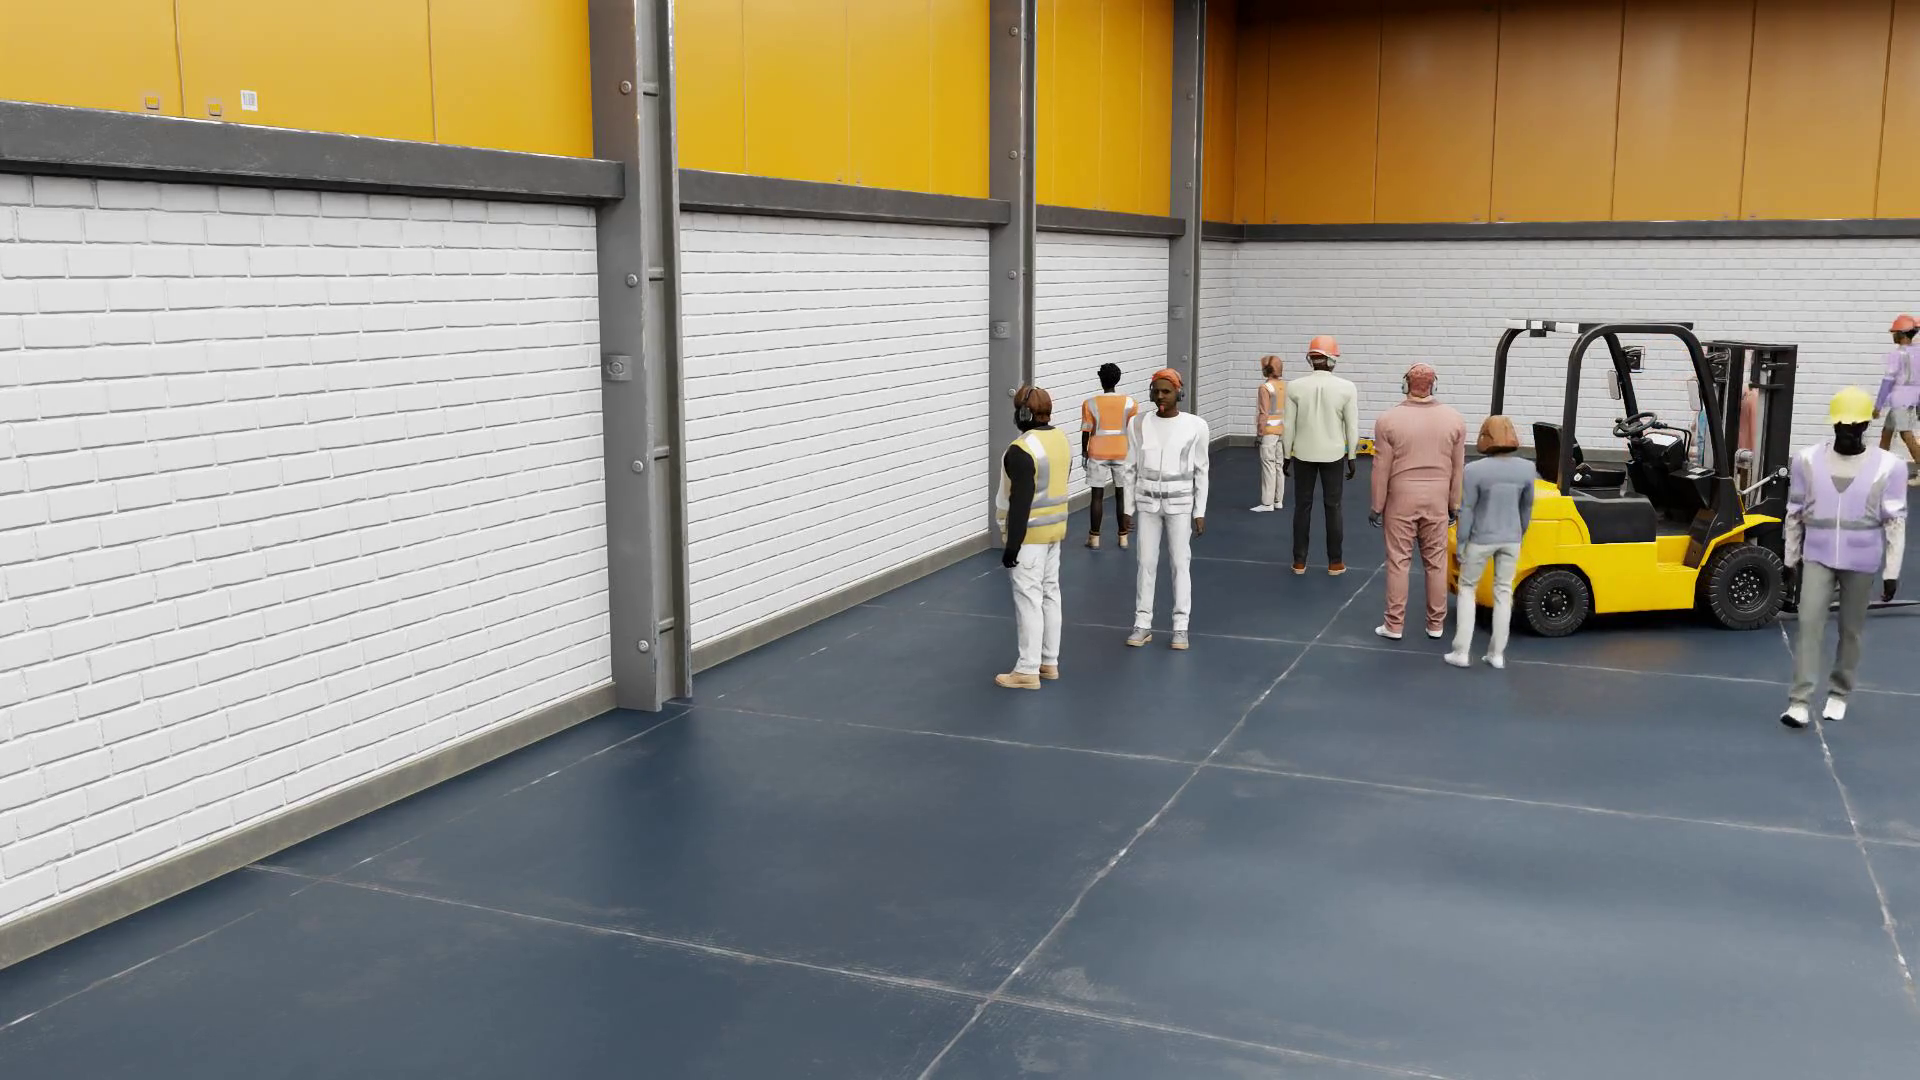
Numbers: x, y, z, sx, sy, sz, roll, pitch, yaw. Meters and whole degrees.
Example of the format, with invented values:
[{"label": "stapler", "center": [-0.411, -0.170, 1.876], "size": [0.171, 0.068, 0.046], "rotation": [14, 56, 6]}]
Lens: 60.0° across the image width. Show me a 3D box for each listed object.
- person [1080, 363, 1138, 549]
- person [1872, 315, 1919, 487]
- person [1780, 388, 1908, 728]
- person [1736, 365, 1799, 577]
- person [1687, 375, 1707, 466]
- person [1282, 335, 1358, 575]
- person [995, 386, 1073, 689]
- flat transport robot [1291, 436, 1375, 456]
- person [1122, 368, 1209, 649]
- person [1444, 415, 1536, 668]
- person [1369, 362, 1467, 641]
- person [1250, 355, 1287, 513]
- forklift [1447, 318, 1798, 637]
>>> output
[{"label": "person", "center": [1.351, -0.758, 15.095], "size": [0.534, 1.693, 0.317], "rotation": [0, 9, -2]}, {"label": "person", "center": [11.003, -1.624, 19.453], "size": [0.627, 1.992, 1.042], "rotation": [-6, 11, -32]}, {"label": "person", "center": [4.825, 0.123, 9.145], "size": [0.617, 1.884, 0.926], "rotation": [7, 12, 36]}, {"label": "person", "center": [6.476, -0.635, 13.658], "size": [1.004, 1.935, 0.634], "rotation": [5, 11, 28]}, {"label": "person", "center": [6.545, -0.646, 14.623], "size": [0.328, 1.626, 0.526], "rotation": [4, 10, 23]}, {"label": "person", "center": [2.991, -0.702, 13.843], "size": [0.619, 1.990, 0.391], "rotation": [3, 10, 15]}, {"label": "person", "center": [0.435, -0.018, 10.156], "size": [0.429, 1.843, 0.633], "rotation": [5, 11, 29]}, {"label": "flat transport robot", "center": [4.958, -1.277, 22.531], "size": [1.431, 0.197, 0.652], "rotation": [-2, 9, -10]}, {"label": "person", "center": [1.370, -0.207, 11.171], "size": [0.582, 1.882, 0.351], "rotation": [3, 10, 19]}, {"label": "person", "center": [3.385, 0.019, 10.587], "size": [0.520, 1.632, 0.358], "rotation": [-1, 9, -7]}, {"label": "person", "center": [3.118, -0.257, 11.406], "size": [0.638, 1.910, 0.407], "rotation": [0, 9, -2]}, {"label": "person", "center": [3.241, -1.105, 17.344], "size": [0.307, 1.643, 0.514], "rotation": [7, 11, 35]}, {"label": "forklift", "center": [4.706, -0.497, 11.990], "size": [2.313, 2.155, 1.214], "rotation": [-2, 10, -10]}]
